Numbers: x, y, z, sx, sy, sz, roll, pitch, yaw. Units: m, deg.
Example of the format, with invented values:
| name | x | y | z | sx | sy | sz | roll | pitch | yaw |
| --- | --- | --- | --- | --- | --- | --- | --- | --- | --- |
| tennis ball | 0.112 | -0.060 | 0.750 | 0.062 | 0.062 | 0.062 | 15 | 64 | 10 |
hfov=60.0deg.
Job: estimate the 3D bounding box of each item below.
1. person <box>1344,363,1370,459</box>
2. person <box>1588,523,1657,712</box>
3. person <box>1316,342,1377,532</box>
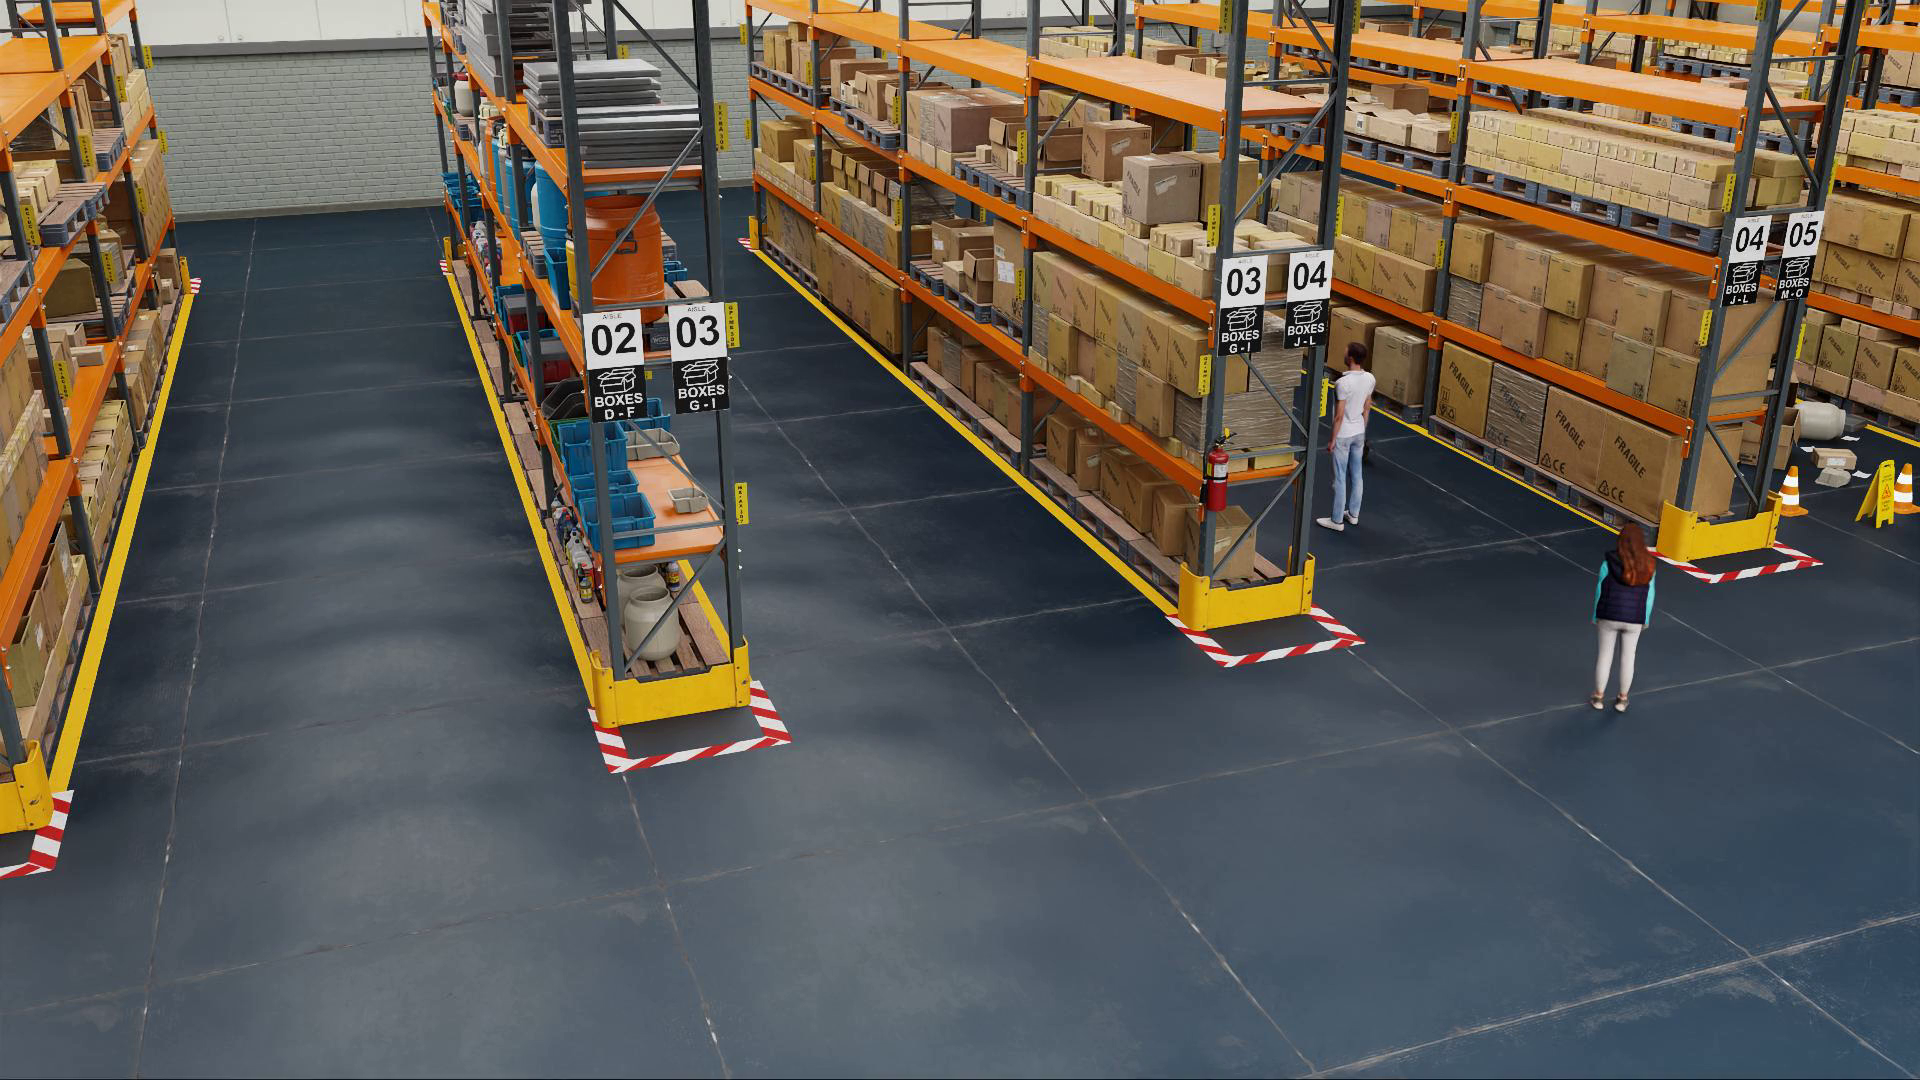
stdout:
| name | x | y | z | sx | sy | sz | roll | pitch | yaw |
| --- | --- | --- | --- | --- | --- | --- | --- | --- | --- |
| person | 4.280 | -1.454 | 18.041 | 0.541 | 1.182 | 0.797 | -12 | 25 | -26 |
| person | 5.028 | 0.579 | 12.651 | 0.687 | 1.500 | 0.731 | 6 | 23 | 15 |
| person | 3.759 | -1.012 | 16.077 | 0.707 | 1.852 | 0.647 | -16 | 27 | -34 |
